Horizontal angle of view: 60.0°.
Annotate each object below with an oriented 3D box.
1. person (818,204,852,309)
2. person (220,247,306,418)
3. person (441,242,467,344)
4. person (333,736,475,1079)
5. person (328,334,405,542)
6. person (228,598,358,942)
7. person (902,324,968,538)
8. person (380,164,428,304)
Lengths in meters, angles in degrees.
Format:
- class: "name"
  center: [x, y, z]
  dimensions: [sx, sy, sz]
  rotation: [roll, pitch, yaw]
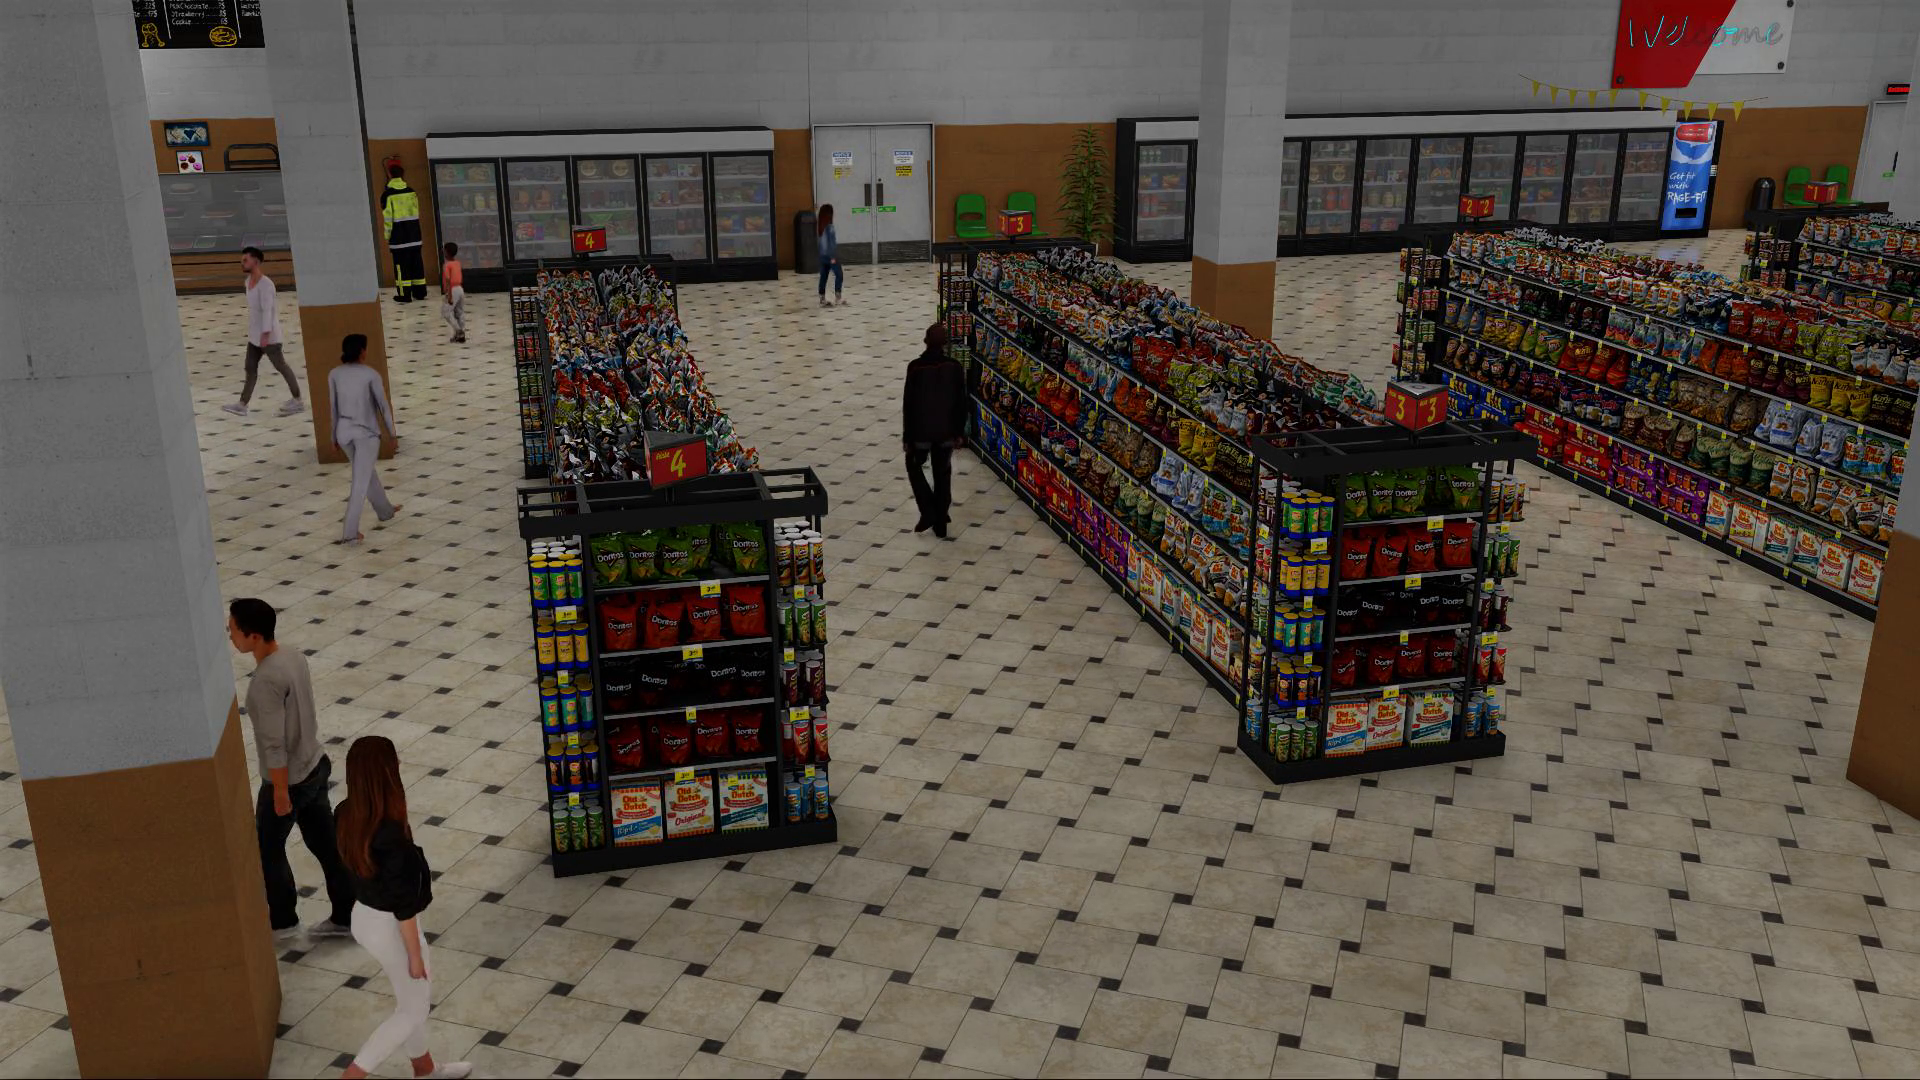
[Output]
- class: "person"
  center: [-1.946, -4.046, 23.776]
  dimensions: [0.754, 1.467, 0.706]
  rotation: [-11, 22, -30]
- class: "person"
  center: [-7.378, -2.212, 17.830]
  dimensions: [1.162, 1.790, 1.118]
  rotation: [16, 24, 39]
- class: "person"
  center: [-6.490, -3.184, 21.477]
  dimensions: [0.657, 1.302, 0.595]
  rotation: [9, 21, 25]
- class: "person"
  center: [-2.364, 1.600, 6.691]
  dimensions: [0.933, 1.684, 0.975]
  rotation: [-18, 25, -42]
- class: "person"
  center: [-5.045, -0.814, 13.852]
  dimensions: [1.020, 1.682, 1.256]
  rotation: [5, 19, 13]
- class: "person"
  center: [-3.097, 1.121, 7.964]
  dimensions: [0.856, 1.779, 0.821]
  rotation: [-1, 19, -3]
- class: "person"
  center: [-0.210, -0.879, 13.843]
  dimensions: [0.730, 1.811, 0.719]
  rotation: [-4, 19, -12]
- class: "person"
  center: [-8.126, -4.484, 24.266]
  dimensions: [0.899, 1.983, 0.868]
  rotation: [13, 23, 34]
